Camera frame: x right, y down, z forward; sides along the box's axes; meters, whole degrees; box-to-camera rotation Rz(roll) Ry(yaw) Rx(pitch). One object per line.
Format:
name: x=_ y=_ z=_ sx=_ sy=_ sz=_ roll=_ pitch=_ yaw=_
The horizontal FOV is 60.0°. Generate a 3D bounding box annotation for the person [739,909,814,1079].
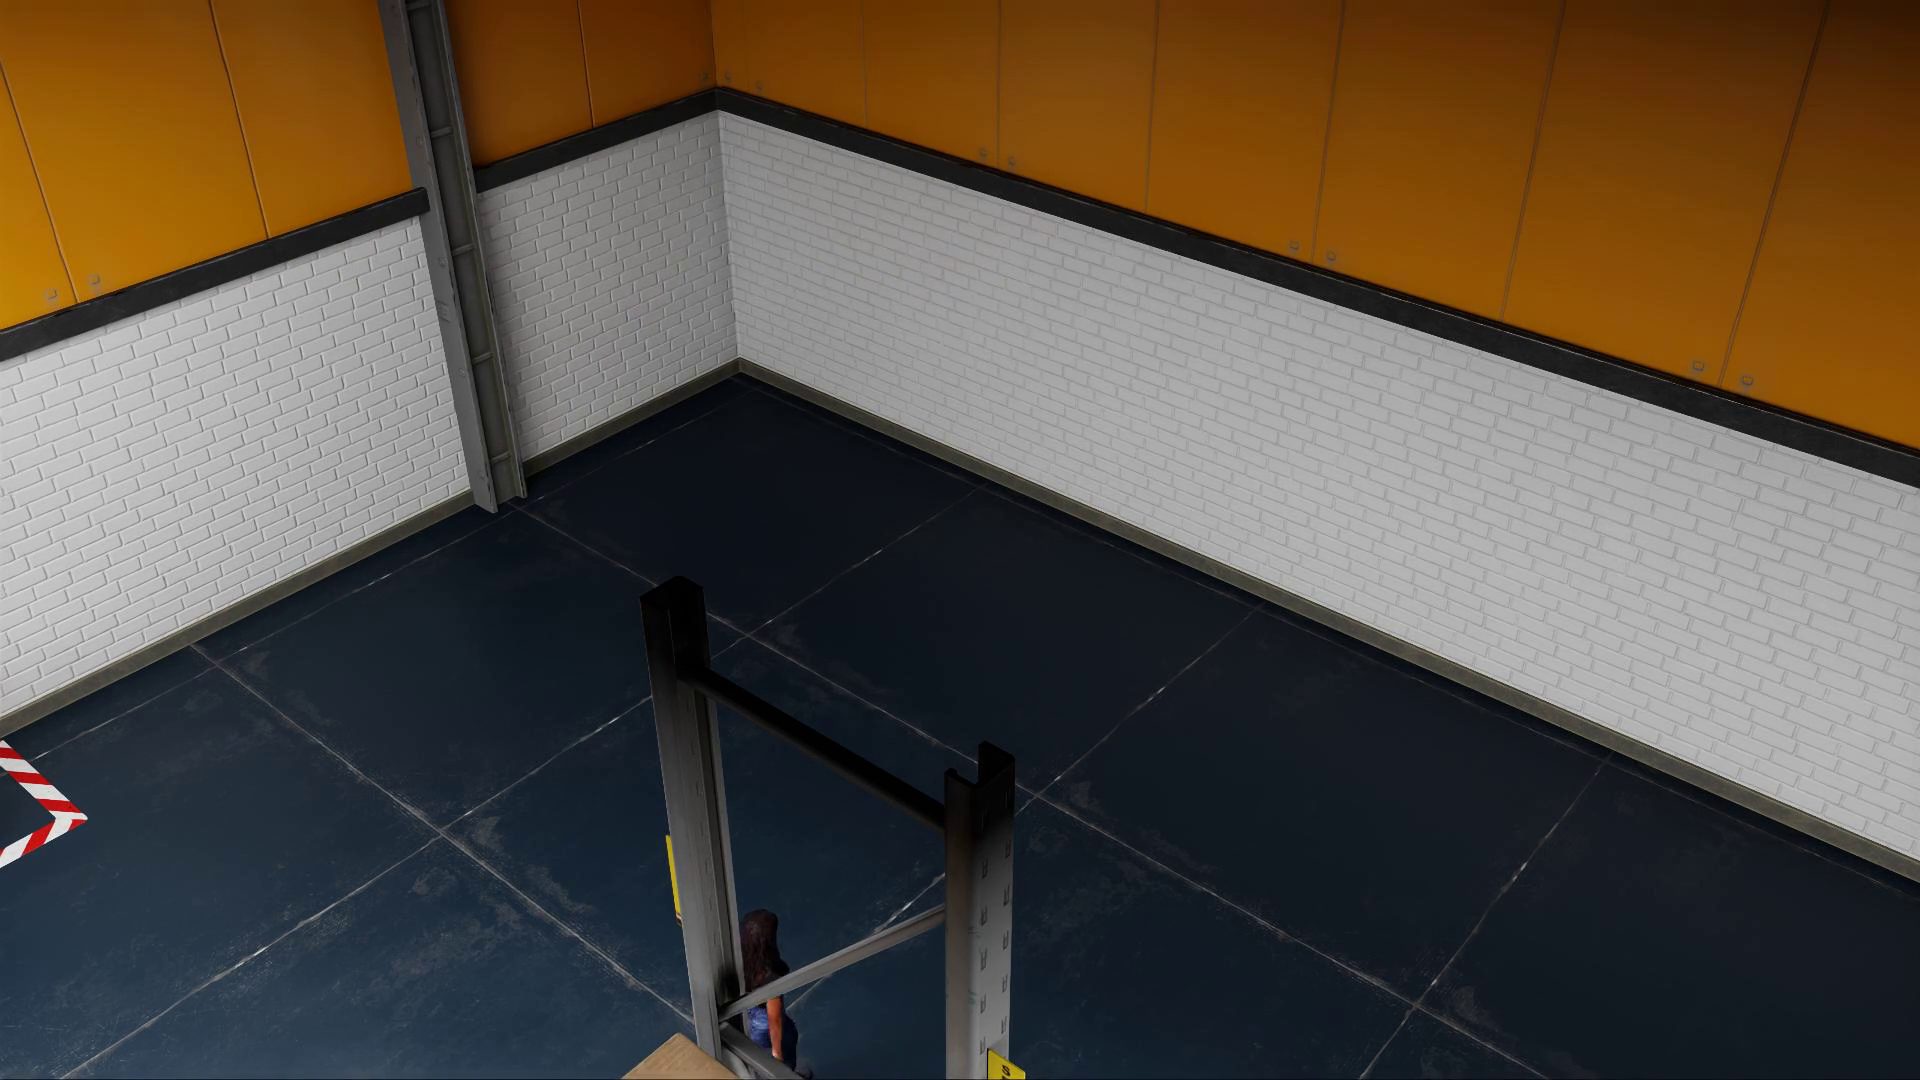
person: x=-1.157 y=2.766 z=9.101 sx=0.716 sy=1.694 sz=1.237 roll=17 pitch=37 yaw=24
